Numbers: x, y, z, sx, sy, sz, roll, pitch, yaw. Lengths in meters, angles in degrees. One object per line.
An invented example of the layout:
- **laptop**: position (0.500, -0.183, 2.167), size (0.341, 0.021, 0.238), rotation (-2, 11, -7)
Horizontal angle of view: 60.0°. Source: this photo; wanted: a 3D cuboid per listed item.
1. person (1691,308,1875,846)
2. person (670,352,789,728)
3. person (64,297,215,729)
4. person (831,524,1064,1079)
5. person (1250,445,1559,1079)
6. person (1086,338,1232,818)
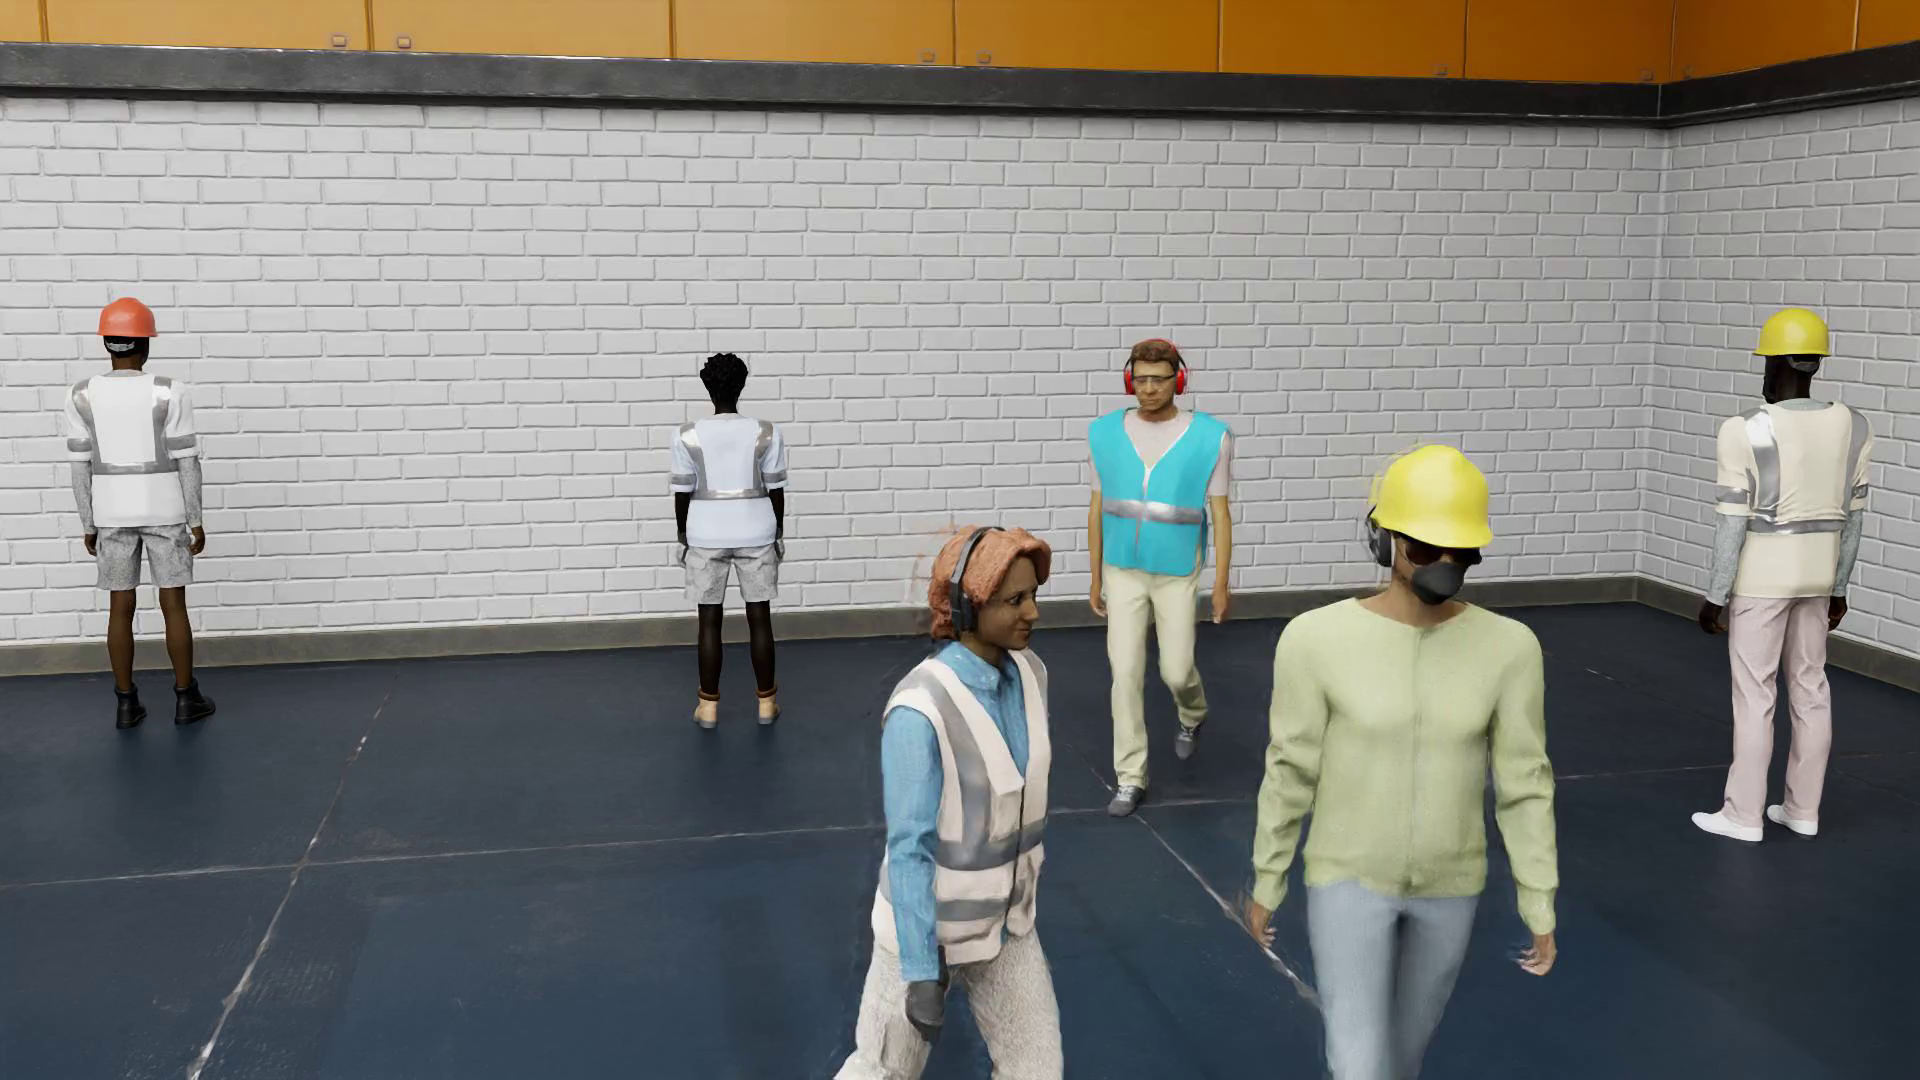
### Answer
- **person**: position (2.932, 0.140, 5.967), size (0.585, 1.927, 0.366), rotation (-2, 10, -12)
- **person**: position (-1.033, 0.006, 7.496), size (0.532, 1.694, 0.319), rotation (-2, 10, -12)
- **person**: position (-3.685, -0.114, 7.490), size (0.542, 1.938, 0.357), rotation (-2, 10, -12)
- **person**: position (-0.063, 0.745, 3.279), size (0.826, 1.601, 0.525), rotation (7, 11, 35)
- **person**: position (0.871, 0.692, 3.156), size (0.552, 1.729, 0.799), rotation (-1, 9, -5)
- **person**: position (0.780, 0.117, 6.458), size (0.569, 1.818, 0.697), rotation (3, 10, 19)
